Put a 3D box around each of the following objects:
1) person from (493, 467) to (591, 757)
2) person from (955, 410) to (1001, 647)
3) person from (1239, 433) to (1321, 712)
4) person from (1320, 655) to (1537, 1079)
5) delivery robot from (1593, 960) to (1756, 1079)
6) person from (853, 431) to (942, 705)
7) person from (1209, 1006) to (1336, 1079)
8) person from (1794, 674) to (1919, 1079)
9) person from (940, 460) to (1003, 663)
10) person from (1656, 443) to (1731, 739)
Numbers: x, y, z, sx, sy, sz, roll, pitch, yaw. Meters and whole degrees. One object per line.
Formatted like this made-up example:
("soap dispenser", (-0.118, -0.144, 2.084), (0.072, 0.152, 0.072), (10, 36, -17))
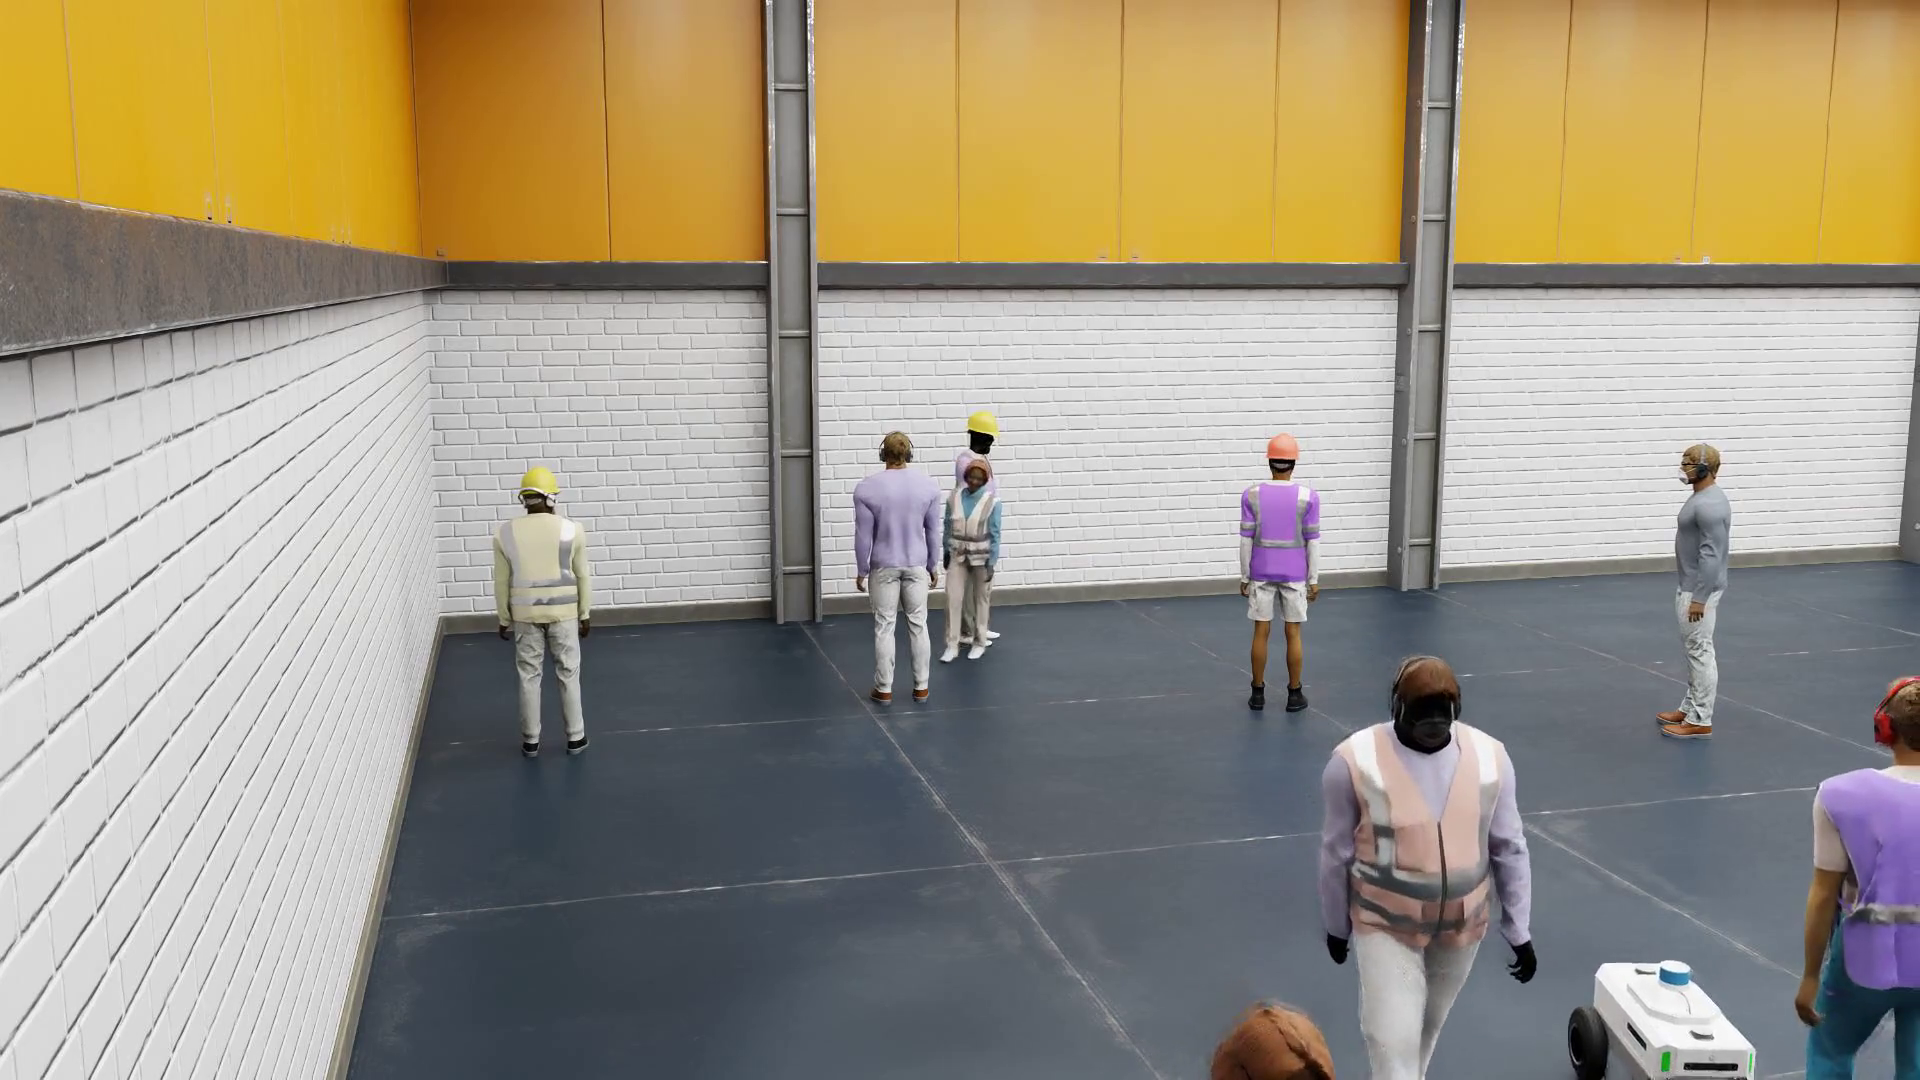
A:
("person", (-2.609, 0.455, 10.451), (0.587, 1.825, 0.404), (-1, 9, -8))
("person", (0.157, -0.092, 13.620), (0.393, 1.924, 0.593), (2, 9, 13))
("person", (2.213, 0.228, 11.526), (0.551, 1.935, 0.362), (3, 9, 16))
("person", (1.531, 1.278, 5.375), (0.642, 1.798, 0.912), (-1, 9, -5))
("delivery robot", (2.554, 1.758, 5.977), (0.477, 0.478, 0.707), (0, 9, 2))
("person", (-0.440, 0.198, 11.706), (0.628, 1.940, 0.373), (-2, 9, -12))
("person", (0.643, 1.697, 3.383), (0.517, 1.588, 0.768), (0, 9, -1))
("person", (2.881, 1.303, 5.173), (0.595, 1.819, 0.723), (2, 9, 10))
("person", (0.084, 0.170, 12.908), (0.537, 1.601, 0.610), (4, 10, 23))
("person", (4.818, 0.330, 10.877), (0.356, 1.938, 0.638), (3, 10, 19))
